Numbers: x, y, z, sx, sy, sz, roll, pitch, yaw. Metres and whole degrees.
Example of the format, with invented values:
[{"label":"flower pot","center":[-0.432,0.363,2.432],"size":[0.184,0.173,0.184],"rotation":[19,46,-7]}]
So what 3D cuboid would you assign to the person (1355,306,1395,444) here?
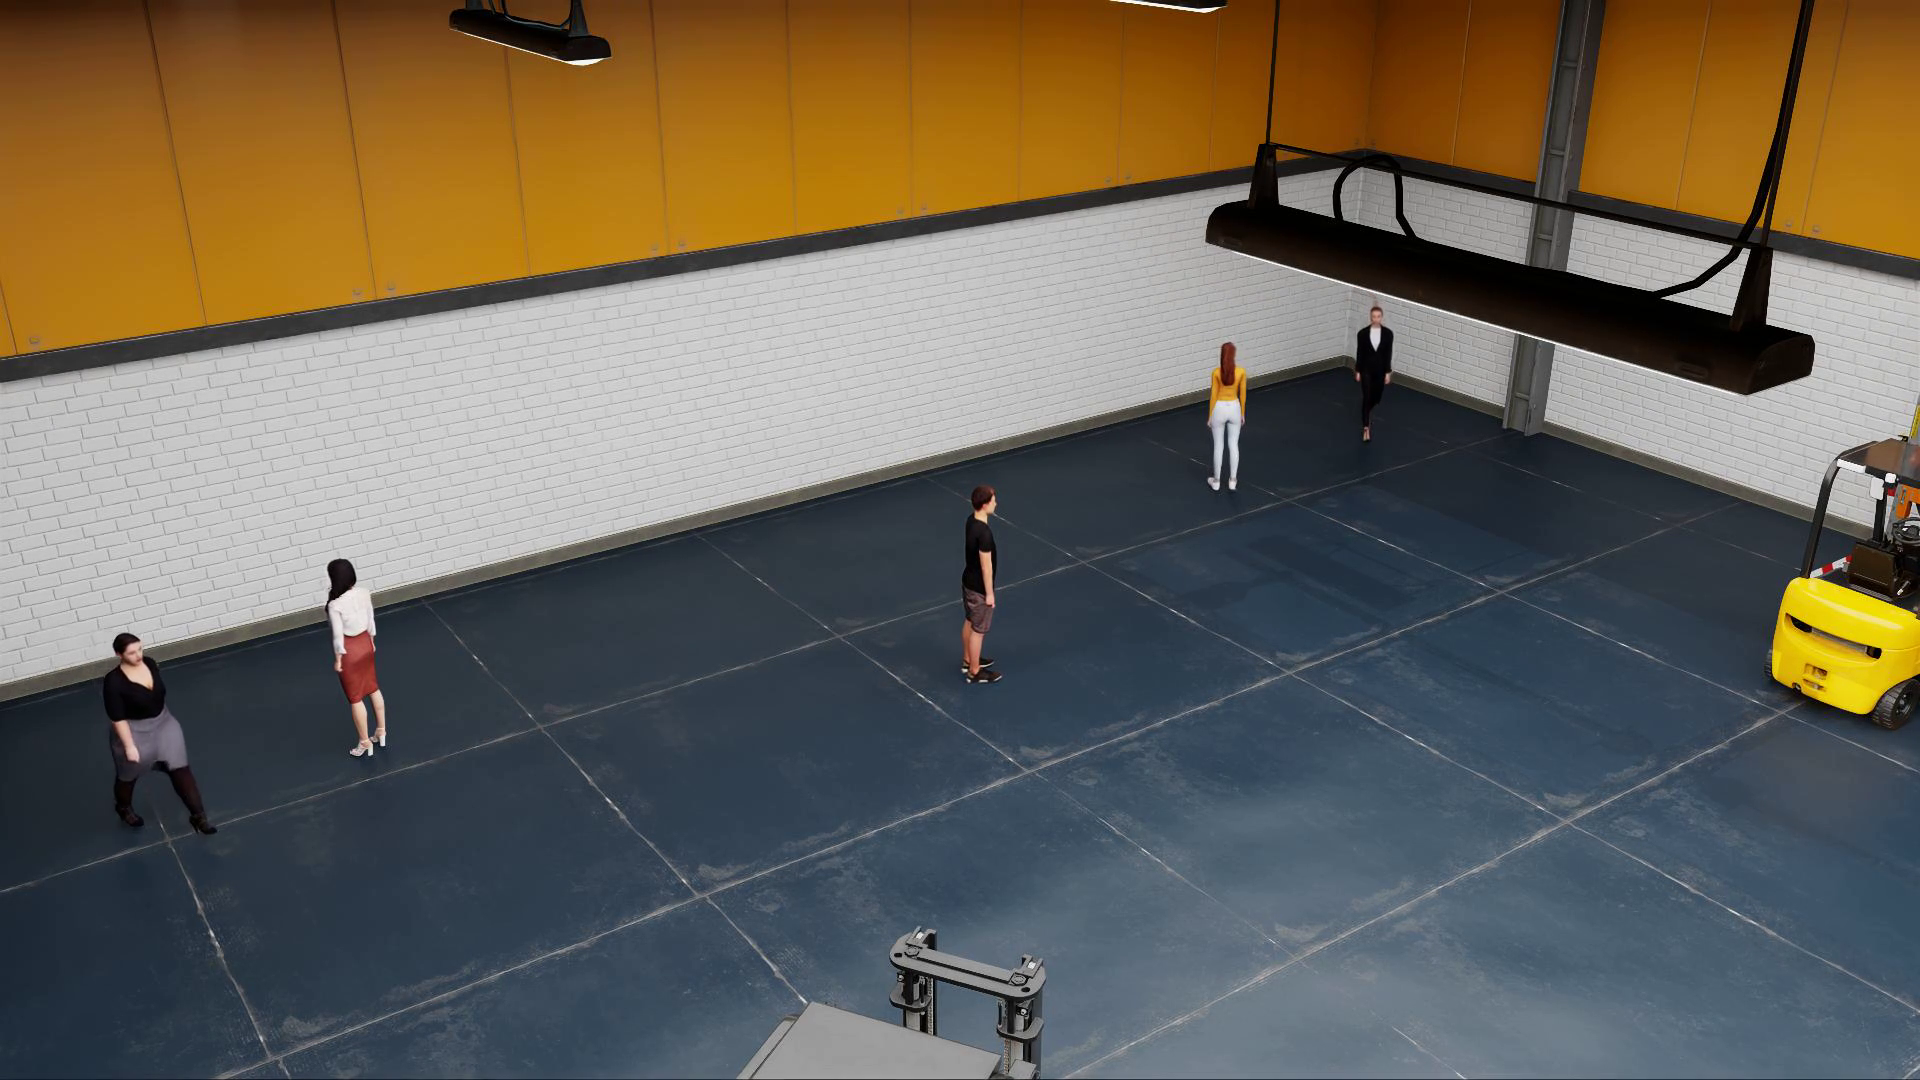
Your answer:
[{"label":"person","center":[5.141,-2.088,20.693],"size":[0.997,1.682,1.082],"rotation":[3,24,7]}]

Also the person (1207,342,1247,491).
[{"label":"person","center":[3.059,-1.428,19.099],"size":[0.677,1.748,0.691],"rotation":[-2,24,-4]}]

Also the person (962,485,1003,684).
[{"label":"person","center":[0.160,0.377,14.834],"size":[0.788,1.859,0.627],"rotation":[-6,24,-14]}]

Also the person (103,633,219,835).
[{"label":"person","center":[-6.214,1.486,12.496],"size":[1.215,1.699,1.038],"rotation":[10,25,21]}]

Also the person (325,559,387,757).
[{"label":"person","center":[-4.959,0.956,13.642],"size":[0.676,1.752,0.670],"rotation":[10,26,22]}]
